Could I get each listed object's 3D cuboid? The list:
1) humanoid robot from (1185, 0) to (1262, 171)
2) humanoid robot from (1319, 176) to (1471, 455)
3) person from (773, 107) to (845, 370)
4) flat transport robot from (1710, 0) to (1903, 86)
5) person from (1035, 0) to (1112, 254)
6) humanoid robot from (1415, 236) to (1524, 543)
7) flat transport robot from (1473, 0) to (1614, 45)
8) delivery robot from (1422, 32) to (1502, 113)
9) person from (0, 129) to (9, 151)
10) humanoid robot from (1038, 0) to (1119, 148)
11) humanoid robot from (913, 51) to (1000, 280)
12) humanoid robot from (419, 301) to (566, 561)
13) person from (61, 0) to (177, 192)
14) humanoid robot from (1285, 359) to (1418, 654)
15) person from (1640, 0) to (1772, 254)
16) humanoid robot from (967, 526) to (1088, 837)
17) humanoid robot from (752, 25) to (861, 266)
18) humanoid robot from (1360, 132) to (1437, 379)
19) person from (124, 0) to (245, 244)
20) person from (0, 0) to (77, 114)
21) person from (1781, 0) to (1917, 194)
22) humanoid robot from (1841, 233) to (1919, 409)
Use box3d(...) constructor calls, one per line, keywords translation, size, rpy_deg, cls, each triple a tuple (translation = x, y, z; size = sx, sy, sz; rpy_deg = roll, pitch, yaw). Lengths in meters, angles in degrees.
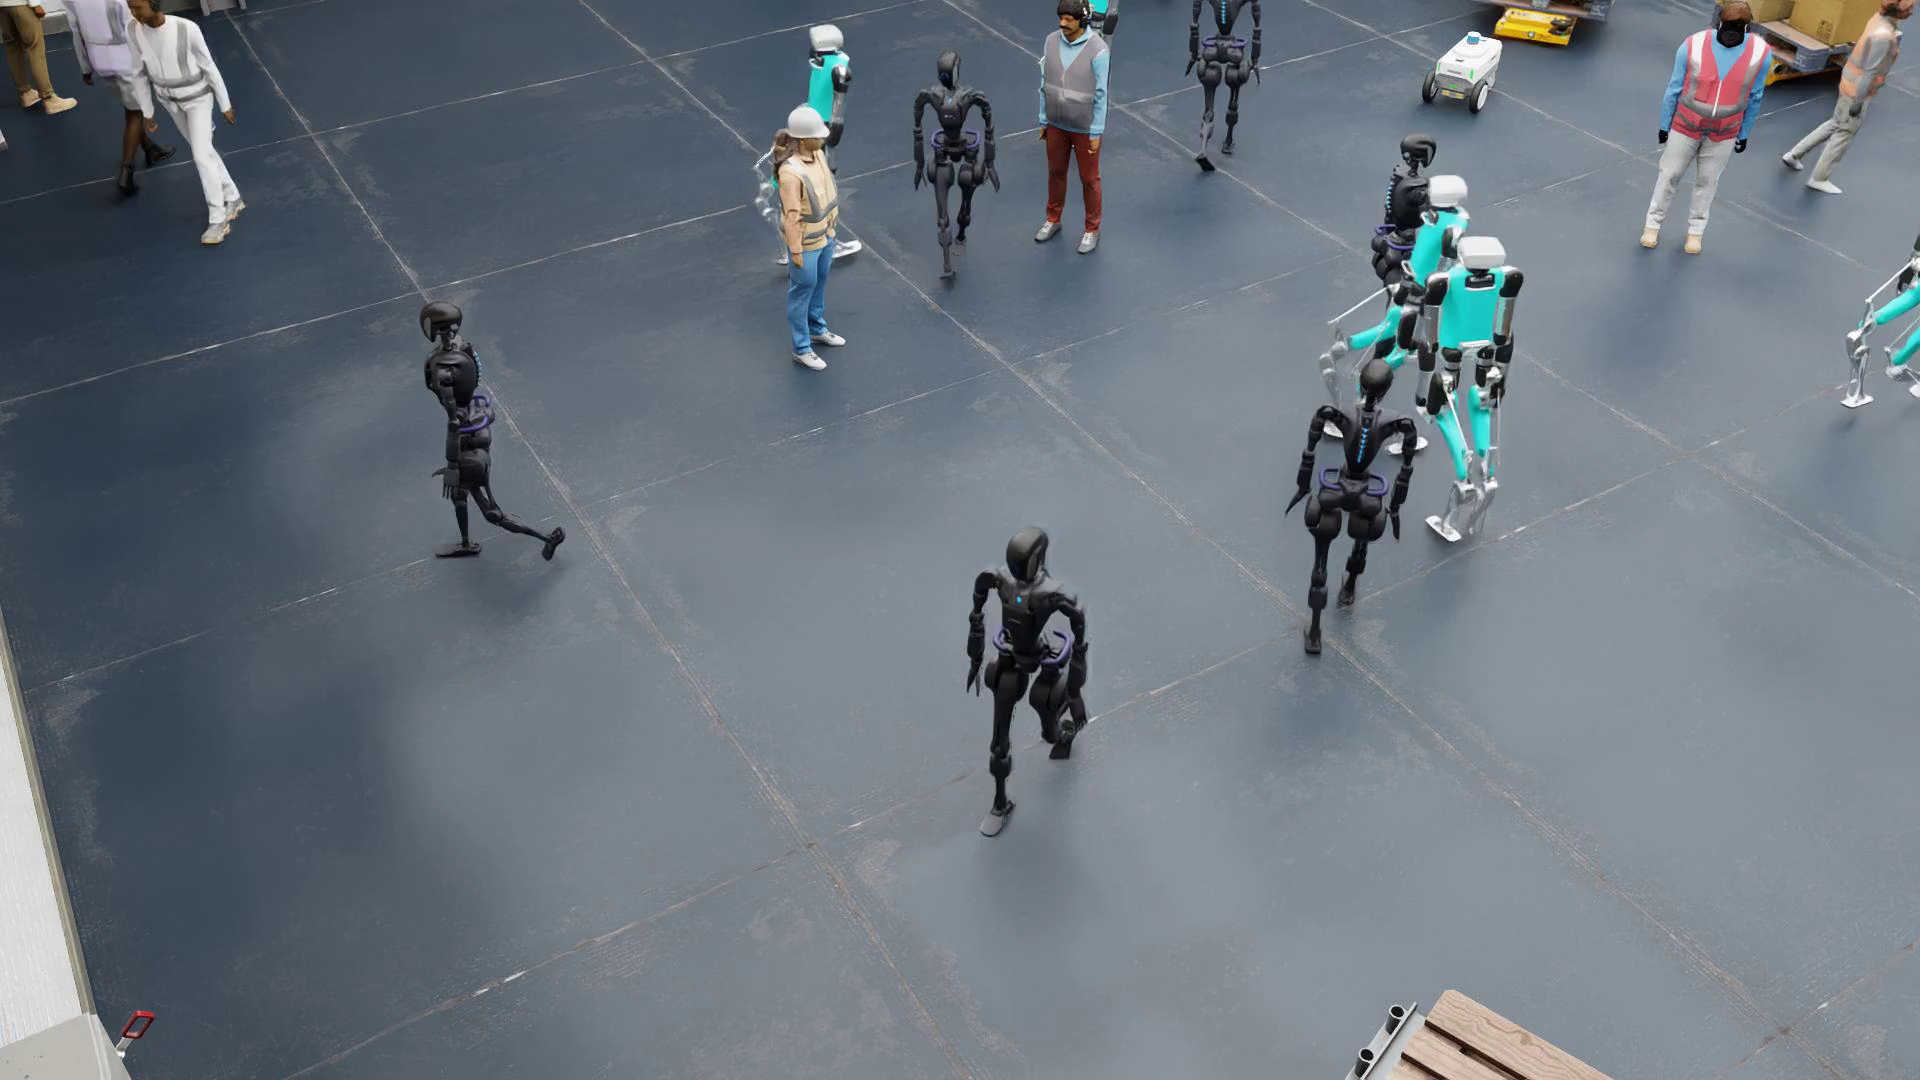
box3d(translation=(2.028, -3.689, 12.850), size=(0.598, 1.644, 0.721), rpy_deg=(11, 40, 14), cls="humanoid robot")
box3d(translation=(2.437, -1.285, 9.743), size=(0.858, 1.764, 0.560), rpy_deg=(0, 38, 0), cls="humanoid robot")
box3d(translation=(-0.967, -1.927, 10.548), size=(0.373, 1.728, 0.498), rpy_deg=(14, 40, 17), cls="person")
box3d(translation=(7.396, -4.315, 14.737), size=(1.431, 0.231, 0.659), rpy_deg=(-13, 40, -16), cls="flat transport robot")
box3d(translation=(0.804, -2.946, 11.726), size=(0.525, 1.870, 0.416), rpy_deg=(21, 43, 25), cls="person")
box3d(translation=(2.772, -0.701, 9.015), size=(0.531, 1.791, 0.755), rpy_deg=(-6, 39, -8), cls="humanoid robot")
box3d(translation=(5.493, -5.028, 15.636), size=(0.659, 0.231, 1.431), rpy_deg=(16, 41, 19), cls="flat transport robot")
box3d(translation=(4.295, -3.989, 14.104), size=(0.499, 0.606, 0.794), rpy_deg=(23, 44, 26), cls="delivery robot")
box3d(translation=(-7.879, -3.910, 12.959), size=(0.390, 1.843, 0.565), rpy_deg=(-23, 44, -27), cls="person")
box3d(translation=(0.876, -3.856, 12.868), size=(0.735, 1.677, 0.533), rpy_deg=(-12, 40, -15), cls="humanoid robot")
box3d(translation=(-0.027, -2.605, 11.486), size=(0.612, 1.618, 0.788), rpy_deg=(4, 39, 5), cls="humanoid robot")
box3d(translation=(-2.577, -0.544, 8.887), size=(0.749, 1.647, 0.595), rpy_deg=(-5, 39, -6), cls="humanoid robot")
box3d(translation=(-6.380, -3.581, 12.514), size=(0.587, 1.893, 0.877), rpy_deg=(6, 39, 8), cls="person")
box3d(translation=(1.971, -0.229, 8.464), size=(0.584, 1.637, 0.684), rpy_deg=(8, 39, 10), cls="humanoid robot")
box3d(translation=(5.232, -2.895, 11.690), size=(0.630, 1.837, 0.431), rpy_deg=(11, 40, 14), cls="person")
box3d(translation=(0.333, 0.553, 7.504), size=(0.608, 1.645, 0.741), rpy_deg=(17, 41, 20), cls="humanoid robot")
box3d(translation=(-1.117, -2.615, 11.416), size=(0.947, 1.739, 0.530), rpy_deg=(-16, 41, -19), cls="humanoid robot")
box3d(translation=(2.800, -1.753, 10.367), size=(0.464, 1.646, 0.588), rpy_deg=(-8, 39, -10), cls="humanoid robot")
box3d(translation=(-5.576, -3.051, 11.861), size=(0.581, 1.856, 0.826), rpy_deg=(7, 39, 9), cls="person")
box3d(translation=(-7.766, -4.385, 13.633), size=(0.540, 1.758, 0.384), rpy_deg=(19, 42, 22), cls="person")
box3d(translation=(6.658, -3.385, 12.476), size=(0.527, 1.615, 0.558), rpy_deg=(13, 40, 16), cls="person")
box3d(translation=(5.769, -1.462, 9.961), size=(1.024, 1.738, 0.554), rpy_deg=(-16, 41, -19), cls="humanoid robot")
